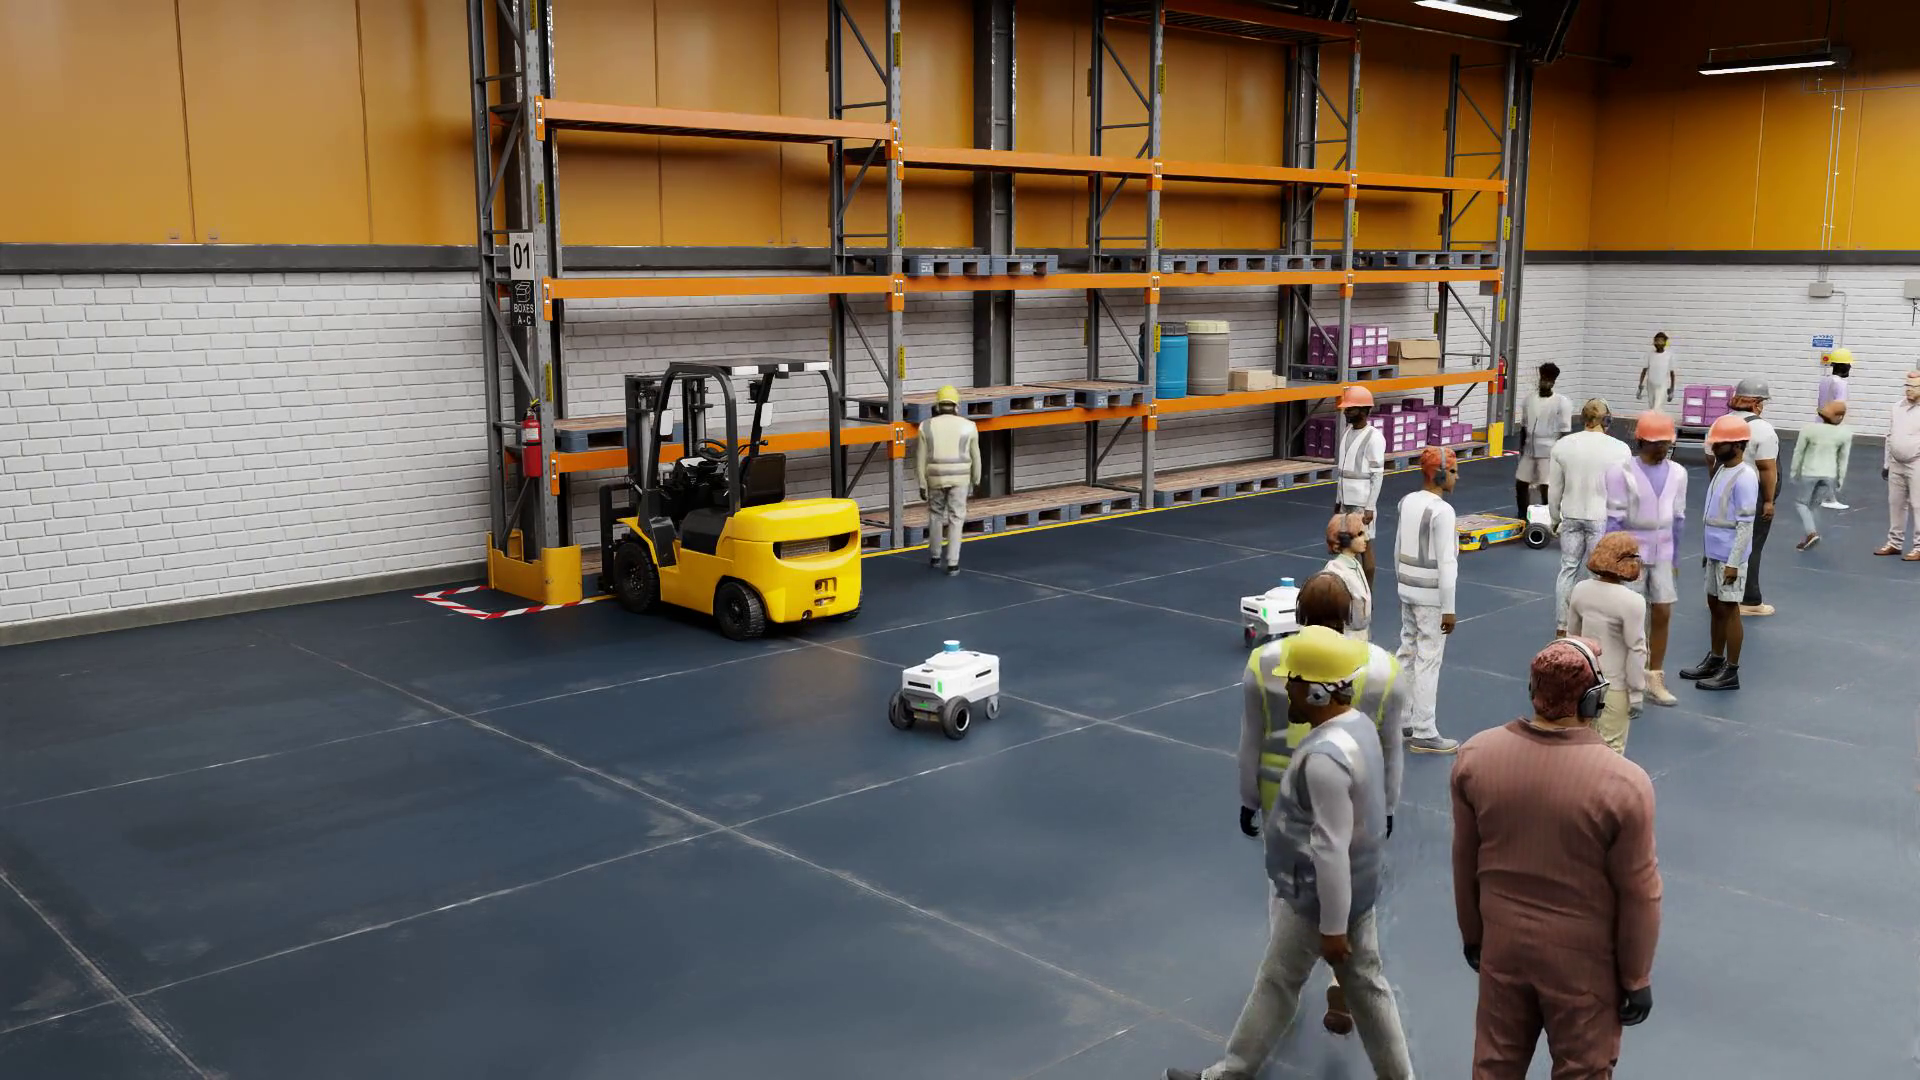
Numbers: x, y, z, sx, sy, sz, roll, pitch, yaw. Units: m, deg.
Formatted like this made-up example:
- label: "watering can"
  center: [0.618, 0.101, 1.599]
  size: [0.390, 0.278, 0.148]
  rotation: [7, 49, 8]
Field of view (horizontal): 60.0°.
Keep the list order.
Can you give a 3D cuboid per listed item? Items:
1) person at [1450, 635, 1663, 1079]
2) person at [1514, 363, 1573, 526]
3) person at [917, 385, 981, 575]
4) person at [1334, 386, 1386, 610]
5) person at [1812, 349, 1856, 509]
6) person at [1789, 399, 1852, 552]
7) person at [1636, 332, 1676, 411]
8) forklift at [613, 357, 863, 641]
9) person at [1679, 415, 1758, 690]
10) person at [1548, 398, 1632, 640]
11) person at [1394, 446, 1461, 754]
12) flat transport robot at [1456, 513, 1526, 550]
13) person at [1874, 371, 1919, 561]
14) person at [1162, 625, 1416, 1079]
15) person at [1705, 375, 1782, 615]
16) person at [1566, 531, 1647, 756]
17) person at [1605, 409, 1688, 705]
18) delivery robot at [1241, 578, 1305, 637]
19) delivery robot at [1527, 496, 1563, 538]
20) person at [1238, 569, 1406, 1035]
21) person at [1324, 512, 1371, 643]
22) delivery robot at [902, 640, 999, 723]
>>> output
- label: "person"
  center: [1.813, 1.230, 5.068]
  size: [0.410, 1.909, 0.642]
  rotation: [-10, 14, -44]
- label: "person"
  center: [6.157, -0.933, 17.689]
  size: [0.421, 1.922, 0.735]
  rotation: [-6, 12, -33]
- label: "person"
  center: [-0.097, -0.591, 16.036]
  size: [0.602, 1.806, 0.748]
  rotation: [1, 10, 4]
- label: "person"
  center: [3.376, -0.349, 14.218]
  size: [0.362, 1.939, 0.542]
  rotation: [-4, 10, -20]
- label: "person"
  center: [10.546, -1.343, 20.076]
  size: [0.364, 1.928, 0.586]
  rotation: [1, 10, 4]
- label: "person"
  center: [8.758, -0.649, 16.967]
  size: [0.526, 1.591, 0.477]
  rotation: [2, 10, 9]
- label: "person"
  center: [11.244, -2.441, 26.811]
  size: [0.519, 1.831, 0.935]
  rotation: [9, 13, 43]
- label: "forklift"
  center: [-1.847, -0.414, 13.852]
  size: [1.214, 2.155, 2.313]
  rotation: [-9, 13, -42]
- label: "person"
  center: [5.352, 0.087, 11.672]
  size: [0.355, 1.938, 0.544]
  rotation: [1, 10, 4]
- label: "person"
  center: [4.921, -0.144, 13.024]
  size: [0.635, 1.936, 0.353]
  rotation: [8, 13, 40]
- label: "person"
  center: [2.870, 0.362, 10.223]
  size: [0.337, 1.880, 0.584]
  rotation: [-2, 10, -13]
- label: "flat transport robot"
  center: [5.459, -0.097, 17.619]
  size: [1.431, 0.197, 0.652]
  rotation: [-8, 13, -39]
- label: "person"
  center: [9.509, -0.740, 16.638]
  size: [0.396, 1.898, 0.652]
  rotation: [-3, 10, -17]
- label: "person"
  center: [1.204, 1.174, 5.755]
  size: [0.891, 1.783, 0.601]
  rotation: [5, 11, 26]
- label: "person"
  center: [6.708, -0.391, 14.165]
  size: [0.538, 2.000, 0.683]
  rotation: [-4, 10, -20]
- label: "person"
  center: [3.341, 0.761, 8.609]
  size: [0.285, 1.633, 0.501]
  rotation: [-4, 10, -21]
- label: "person"
  center: [4.651, 0.092, 11.413]
  size: [0.633, 2.015, 0.748]
  rotation: [-2, 10, -11]
- label: "delivery robot"
  center: [2.515, 0.535, 12.816]
  size: [0.707, 0.478, 0.477]
  rotation: [-5, 11, -28]
- label: "delivery robot"
  center: [6.281, -0.230, 17.296]
  size: [0.707, 0.478, 0.477]
  rotation: [4, 11, 24]
- label: "person"
  center: [1.402, 1.031, 6.504]
  size: [0.633, 1.826, 0.648]
  rotation: [2, 10, 9]
- label: "person"
  center: [2.107, 0.659, 9.183]
  size: [0.308, 1.645, 0.514]
  rotation: [4, 11, 23]
- label: "delivery robot"
  center: [-0.055, 0.892, 10.728]
  size: [0.477, 0.478, 0.707]
  rotation: [7, 12, 35]
